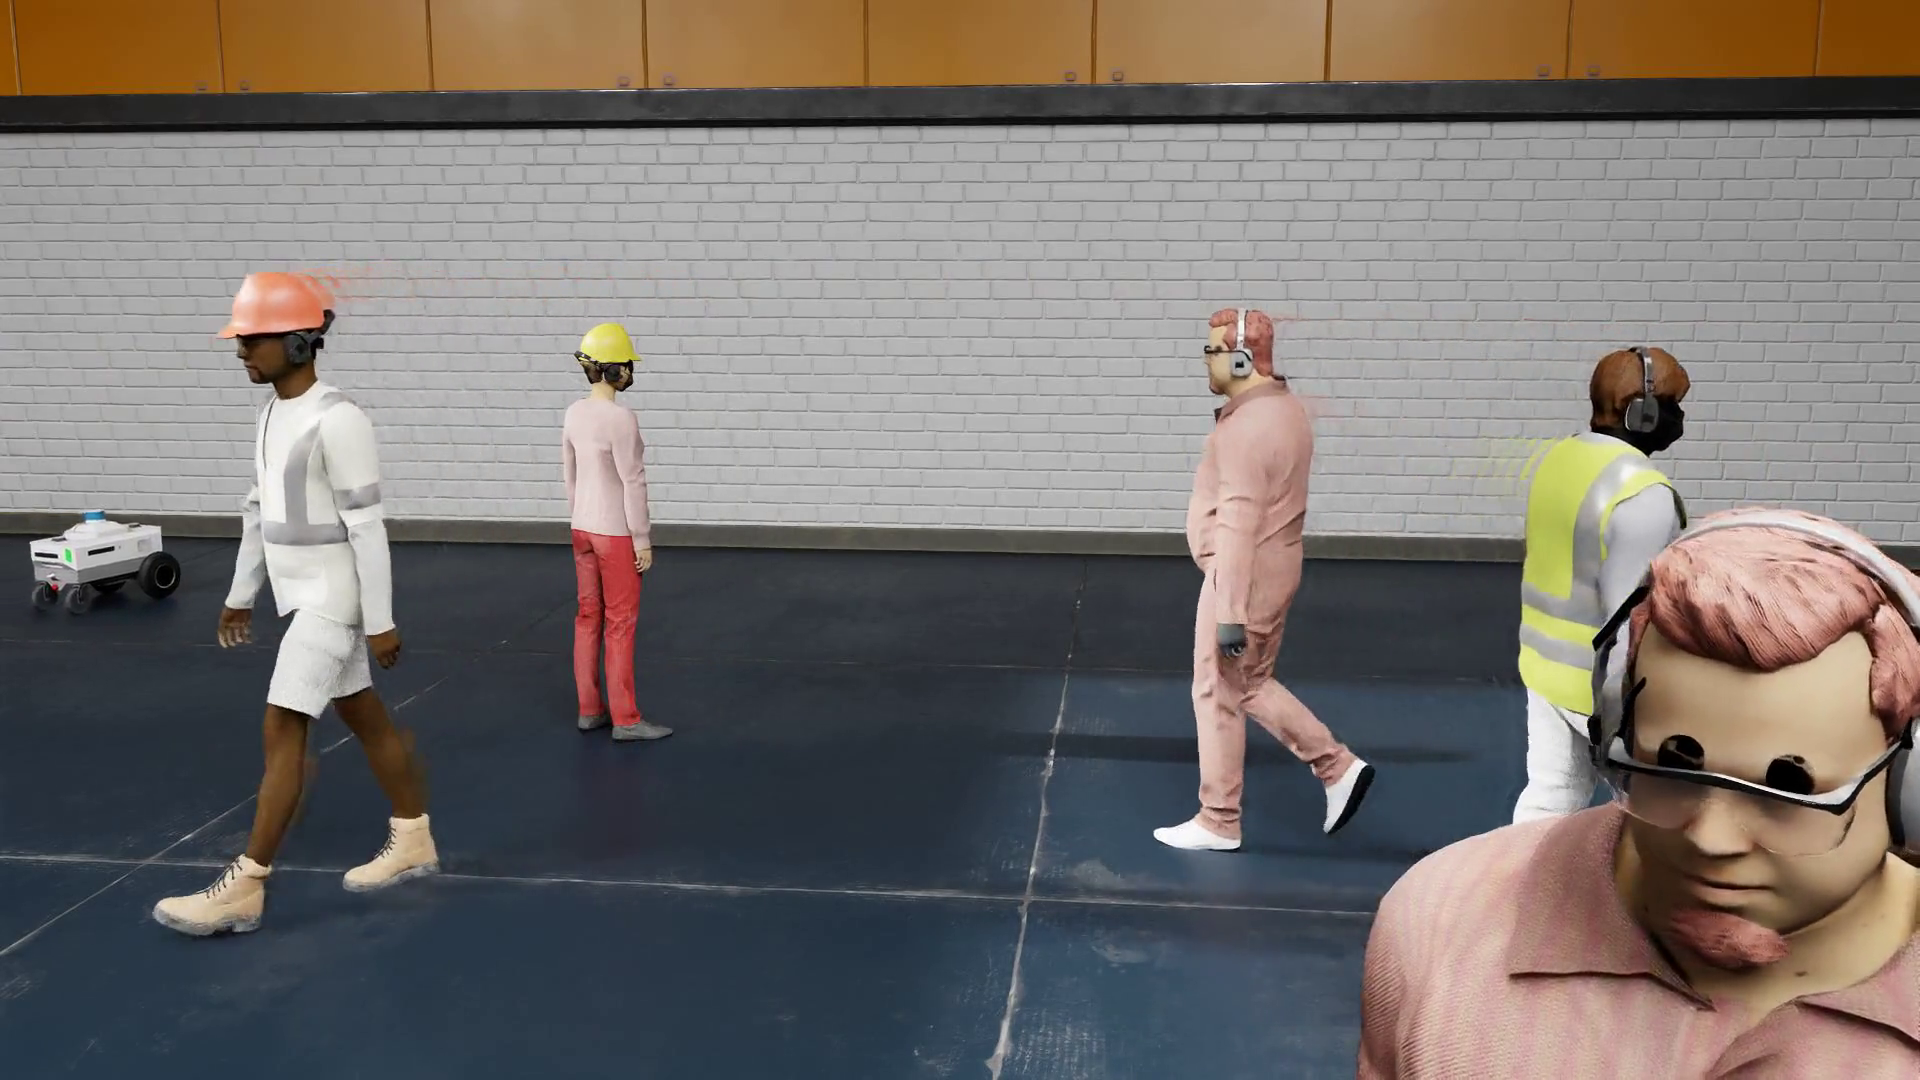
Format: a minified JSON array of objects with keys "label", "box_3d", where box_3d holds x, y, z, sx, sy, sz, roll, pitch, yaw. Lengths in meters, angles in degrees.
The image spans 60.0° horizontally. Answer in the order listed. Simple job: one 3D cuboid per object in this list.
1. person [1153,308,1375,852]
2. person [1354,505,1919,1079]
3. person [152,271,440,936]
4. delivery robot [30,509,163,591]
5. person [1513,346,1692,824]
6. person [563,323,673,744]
[{"label":"person","box_3d":[1.042,0.159,5.644,0.638,1.884,0.657,5,11,26]},{"label":"person","box_3d":[0.542,0.916,1.274,0.639,1.902,0.407,7,12,36]},{"label":"person","box_3d":[-2.100,0.188,5.138,1.001,1.995,0.611,-7,12,-36]},{"label":"delivery robot","box_3d":[-5.050,0.061,9.745,0.477,0.478,0.707,4,11,21]},{"label":"person","box_3d":[1.813,0.391,4.513,0.652,1.821,0.630,-1,10,-8]},{"label":"person","box_3d":[-1.473,-0.026,7.048,0.313,1.769,0.523,-10,14,-44]}]
